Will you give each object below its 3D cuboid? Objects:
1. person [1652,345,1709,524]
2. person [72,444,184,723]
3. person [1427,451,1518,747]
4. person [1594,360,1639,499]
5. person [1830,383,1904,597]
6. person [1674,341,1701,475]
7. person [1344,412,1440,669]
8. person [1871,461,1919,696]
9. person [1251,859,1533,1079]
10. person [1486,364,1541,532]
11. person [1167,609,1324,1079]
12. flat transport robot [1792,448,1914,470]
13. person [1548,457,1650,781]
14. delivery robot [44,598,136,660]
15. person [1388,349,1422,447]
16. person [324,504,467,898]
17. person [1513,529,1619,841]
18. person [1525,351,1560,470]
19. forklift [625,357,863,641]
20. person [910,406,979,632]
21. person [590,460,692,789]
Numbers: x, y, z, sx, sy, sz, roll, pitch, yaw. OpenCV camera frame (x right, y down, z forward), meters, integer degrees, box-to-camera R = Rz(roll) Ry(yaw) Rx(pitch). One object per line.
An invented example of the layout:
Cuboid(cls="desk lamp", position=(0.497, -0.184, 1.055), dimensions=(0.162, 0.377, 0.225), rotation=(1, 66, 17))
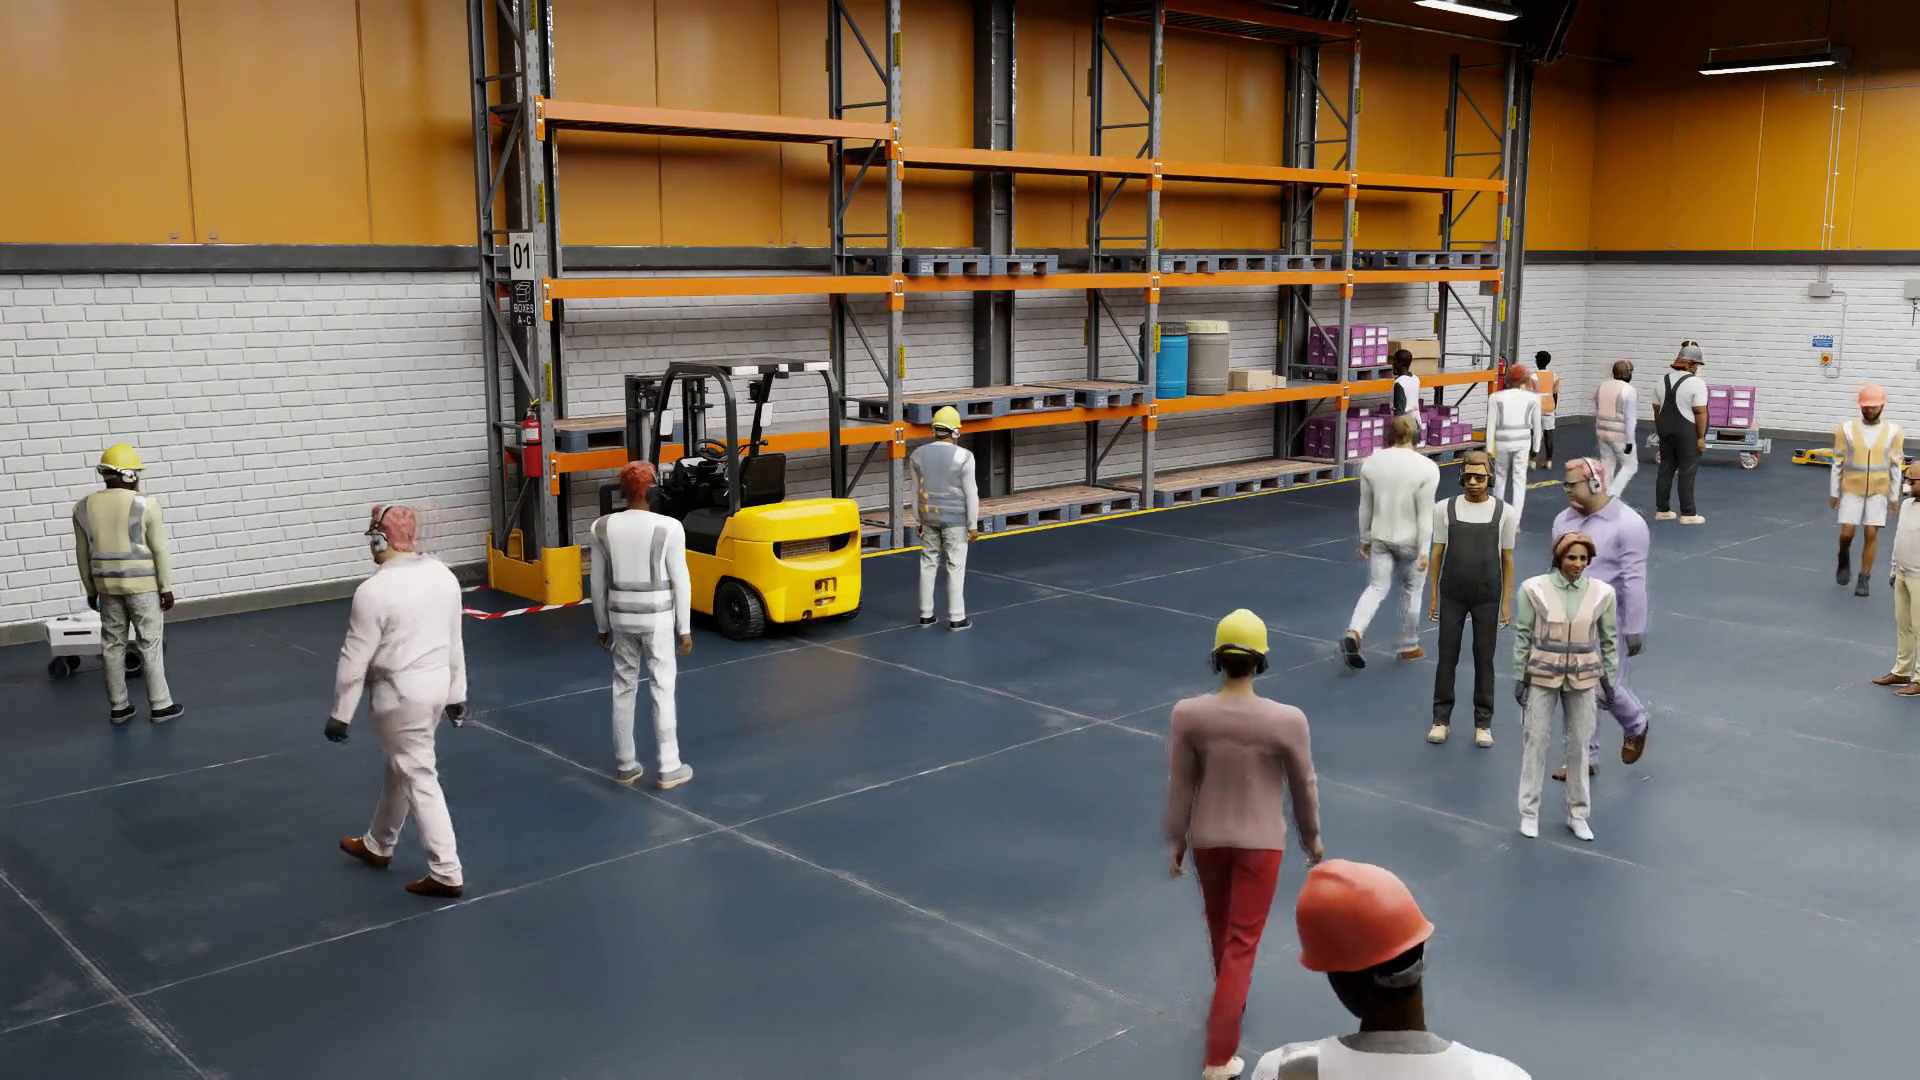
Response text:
Cuboid(cls="person", position=(8.276, -1.217, 19.002), dimensions=(0.537, 2.000, 0.674), rotation=(-4, 11, -24))
Cuboid(cls="person", position=(-5.400, 0.289, 10.816), dimensions=(0.587, 1.826, 0.404), rotation=(0, 10, 2))
Cuboid(cls="person", position=(3.166, 0.364, 10.323), dimensions=(0.507, 1.846, 0.344), rotation=(3, 10, 19))
Cuboid(cls="person", position=(7.731, -1.209, 19.581), dimensions=(0.443, 1.827, 0.629), rotation=(-5, 11, -25))
Cuboid(cls="person", position=(8.115, -0.453, 14.911), dimensions=(0.545, 1.921, 0.494), rotation=(4, 11, 24))
Cuboid(cls="person", position=(10.069, -1.823, 23.046), dimensions=(0.333, 1.873, 0.520), rotation=(6, 11, 31))
Cuboid(cls="person", position=(3.168, 0.014, 12.214), dimensions=(0.641, 1.909, 0.893), rotation=(9, 13, 42))
Cuboid(cls="person", position=(6.616, 0.262, 11.537), dimensions=(0.265, 1.631, 0.508), rotation=(0, 10, 1))
Cuboid(cls="person", position=(0.818, 1.558, 3.186), dimensions=(0.569, 1.890, 0.525), rotation=(2, 10, 11))
Cuboid(cls="person", position=(6.175, -1.043, 18.593), dimensions=(0.591, 1.830, 0.946), rotation=(2, 10, 14))
Cuboid(cls="person", position=(1.078, 1.113, 6.285), dimensions=(0.543, 1.719, 0.890), rotation=(5, 11, 26))
Cuboid(cls="flat transport robot", position=(12.810, -1.162, 23.854), dimensions=(0.652, 0.197, 1.431), rotation=(-6, 12, -33))
Cuboid(cls="person", position=(3.723, 0.456, 9.669), dimensions=(0.572, 1.884, 0.672), rotation=(-6, 11, -31))
Cuboid(cls="delivery robot", position=(-6.227, 0.662, 12.072), dimensions=(0.707, 0.478, 0.477), rotation=(-2, 10, -13))
Cuboid(cls="person", position=(5.351, -1.337, 20.064), dimensions=(0.391, 1.920, 0.587), rotation=(6, 11, 32))
Cuboid(cls="person", position=(-2.755, 0.761, 7.942), dimensions=(0.926, 1.870, 0.647), rotation=(3, 10, 17))
Cuboid(cls="person", position=(3.150, 0.752, 8.674), dimensions=(0.527, 1.636, 0.316), rotation=(2, 10, 9))
Cuboid(cls="person", position=(8.261, -1.843, 23.672), dimensions=(0.539, 1.695, 0.318), rotation=(-2, 10, -12))
Cuboid(cls="forklift", position=(-1.847, -0.414, 13.852), dimensions=(1.214, 2.155, 2.313), rotation=(-9, 13, -42))
Cuboid(cls="person", position=(-0.108, -0.172, 13.525), dimensions=(0.589, 1.824, 0.403), rotation=(5, 11, 27))
Cuboid(cls="person", position=(-1.809, 0.485, 9.500), dimensions=(0.584, 1.882, 0.337), rotation=(2, 10, 12))
